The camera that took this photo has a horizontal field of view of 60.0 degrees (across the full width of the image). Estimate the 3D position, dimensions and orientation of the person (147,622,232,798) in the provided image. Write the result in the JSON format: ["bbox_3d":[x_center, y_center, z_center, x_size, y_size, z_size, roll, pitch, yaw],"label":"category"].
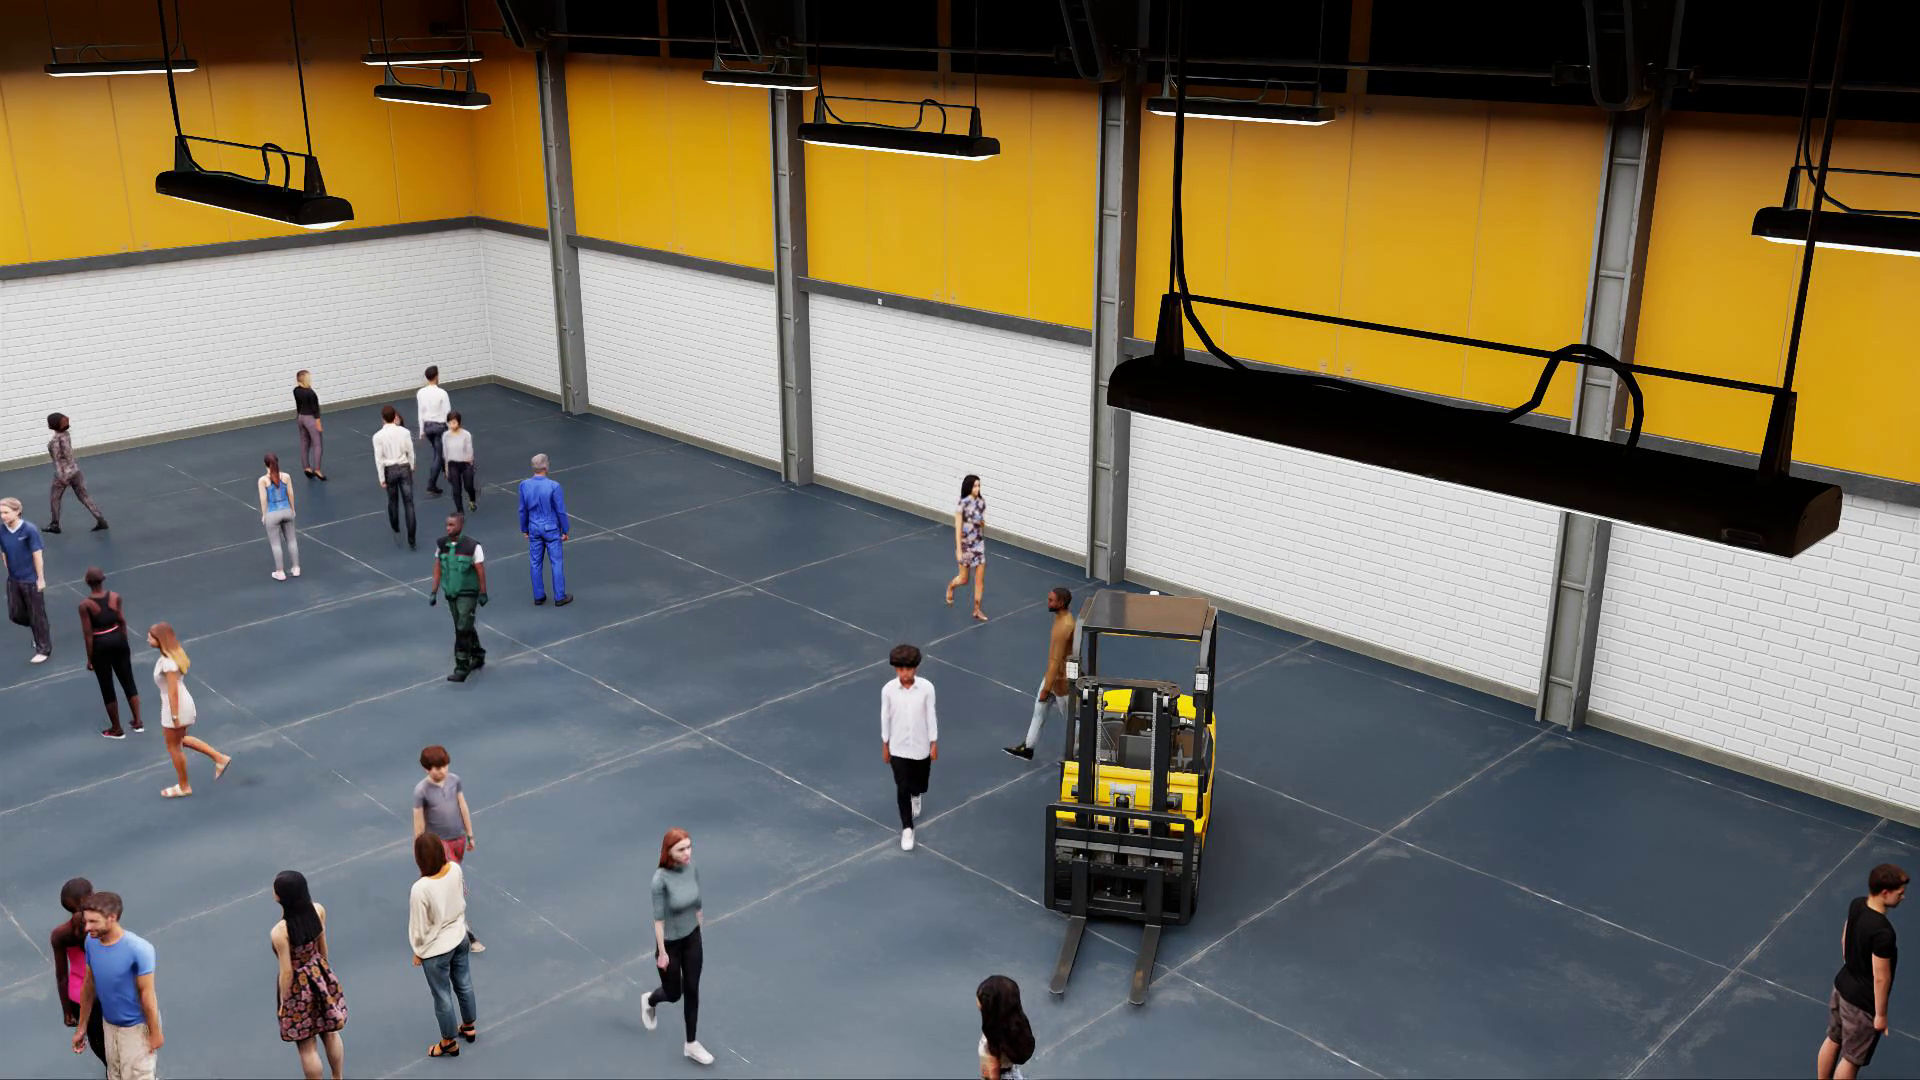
[{"bbox_3d":[-7.009,1.519,15.075,0.870,1.685,0.888,-5,19,-15],"label":"person"}]

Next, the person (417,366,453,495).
[{"bbox_3d":[-7.581,-1.541,23.948,1.249,1.820,1.138,5,19,14],"label":"person"}]

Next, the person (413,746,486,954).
[{"bbox_3d":[-4.003,2.315,12.805,1.113,1.624,0.637,15,24,38],"label":"person"}]

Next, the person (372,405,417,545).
[{"bbox_3d":[-7.332,-0.810,21.776,0.982,1.821,1.334,-8,20,-23],"label":"person"}]

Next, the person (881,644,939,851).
[{"bbox_3d":[-0.427,1.723,14.299,1.005,1.792,1.086,-1,19,-2],"label":"person"}]

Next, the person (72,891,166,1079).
[{"bbox_3d":[-5.184,2.994,10.435,0.825,1.851,0.896,6,19,17],"label":"person"}]

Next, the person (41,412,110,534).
[{"bbox_3d":[-11.796,-0.856,22.147,1.180,1.672,1.048,2,19,5],"label":"person"}]

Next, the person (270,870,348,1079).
[{"bbox_3d":[-4.228,2.927,10.751,0.795,1.774,0.769,8,20,21],"label":"person"}]

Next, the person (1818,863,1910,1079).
[{"bbox_3d":[5.772,2.908,10.677,0.811,1.859,0.770,2,19,4],"label":"person"}]

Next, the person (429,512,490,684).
[{"bbox_3d":[-5.274,0.563,17.713,1.072,1.812,1.010,7,20,19],"label":"person"}]

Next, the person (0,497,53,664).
[{"bbox_3d":[-10.125,0.398,18.133,0.851,1.857,0.912,1,19,4],"label":"person"}]

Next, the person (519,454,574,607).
[{"bbox_3d":[-4.929,-0.120,19.719,0.731,1.826,0.857,3,19,10],"label":"person"}]

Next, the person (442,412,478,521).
[{"bbox_3d":[-6.859,-1.037,22.892,0.744,1.539,0.807,-1,19,-3],"label":"person"}]

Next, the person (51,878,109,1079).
[{"bbox_3d":[-5.536,3.009,10.676,0.859,1.667,1.211,-8,20,-23],"label":"person"}]

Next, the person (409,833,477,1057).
[{"bbox_3d":[-3.540,2.760,11.401,0.645,1.678,0.676,9,21,25],"label":"person"}]

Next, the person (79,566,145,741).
[{"bbox_3d":[-8.315,1.084,16.251,0.566,1.758,0.606,13,23,34],"label":"person"}]

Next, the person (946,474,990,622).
[{"bbox_3d":[0.078,0.075,19.313,0.712,1.715,0.974,-13,22,-33],"label":"person"}]

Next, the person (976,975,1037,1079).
[{"bbox_3d":[0.302,3.315,9.854,0.762,1.613,0.708,2,19,6],"label":"person"}]

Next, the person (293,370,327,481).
[{"bbox_3d":[-9.674,-1.698,24.660,0.552,1.664,0.702,9,21,26],"label":"person"}]

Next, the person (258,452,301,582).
[{"bbox_3d":[-8.447,-0.306,20.614,0.560,1.608,0.515,-17,25,-41],"label":"person"}]

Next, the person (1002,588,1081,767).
[{"bbox_3d":[1.041,1.312,15.530,1.074,1.786,1.067,-2,19,-7],"label":"person"}]

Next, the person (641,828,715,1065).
[{"bbox_3d":[-1.977,2.744,11.362,0.908,1.732,0.606,16,24,39],"label":"person"}]
